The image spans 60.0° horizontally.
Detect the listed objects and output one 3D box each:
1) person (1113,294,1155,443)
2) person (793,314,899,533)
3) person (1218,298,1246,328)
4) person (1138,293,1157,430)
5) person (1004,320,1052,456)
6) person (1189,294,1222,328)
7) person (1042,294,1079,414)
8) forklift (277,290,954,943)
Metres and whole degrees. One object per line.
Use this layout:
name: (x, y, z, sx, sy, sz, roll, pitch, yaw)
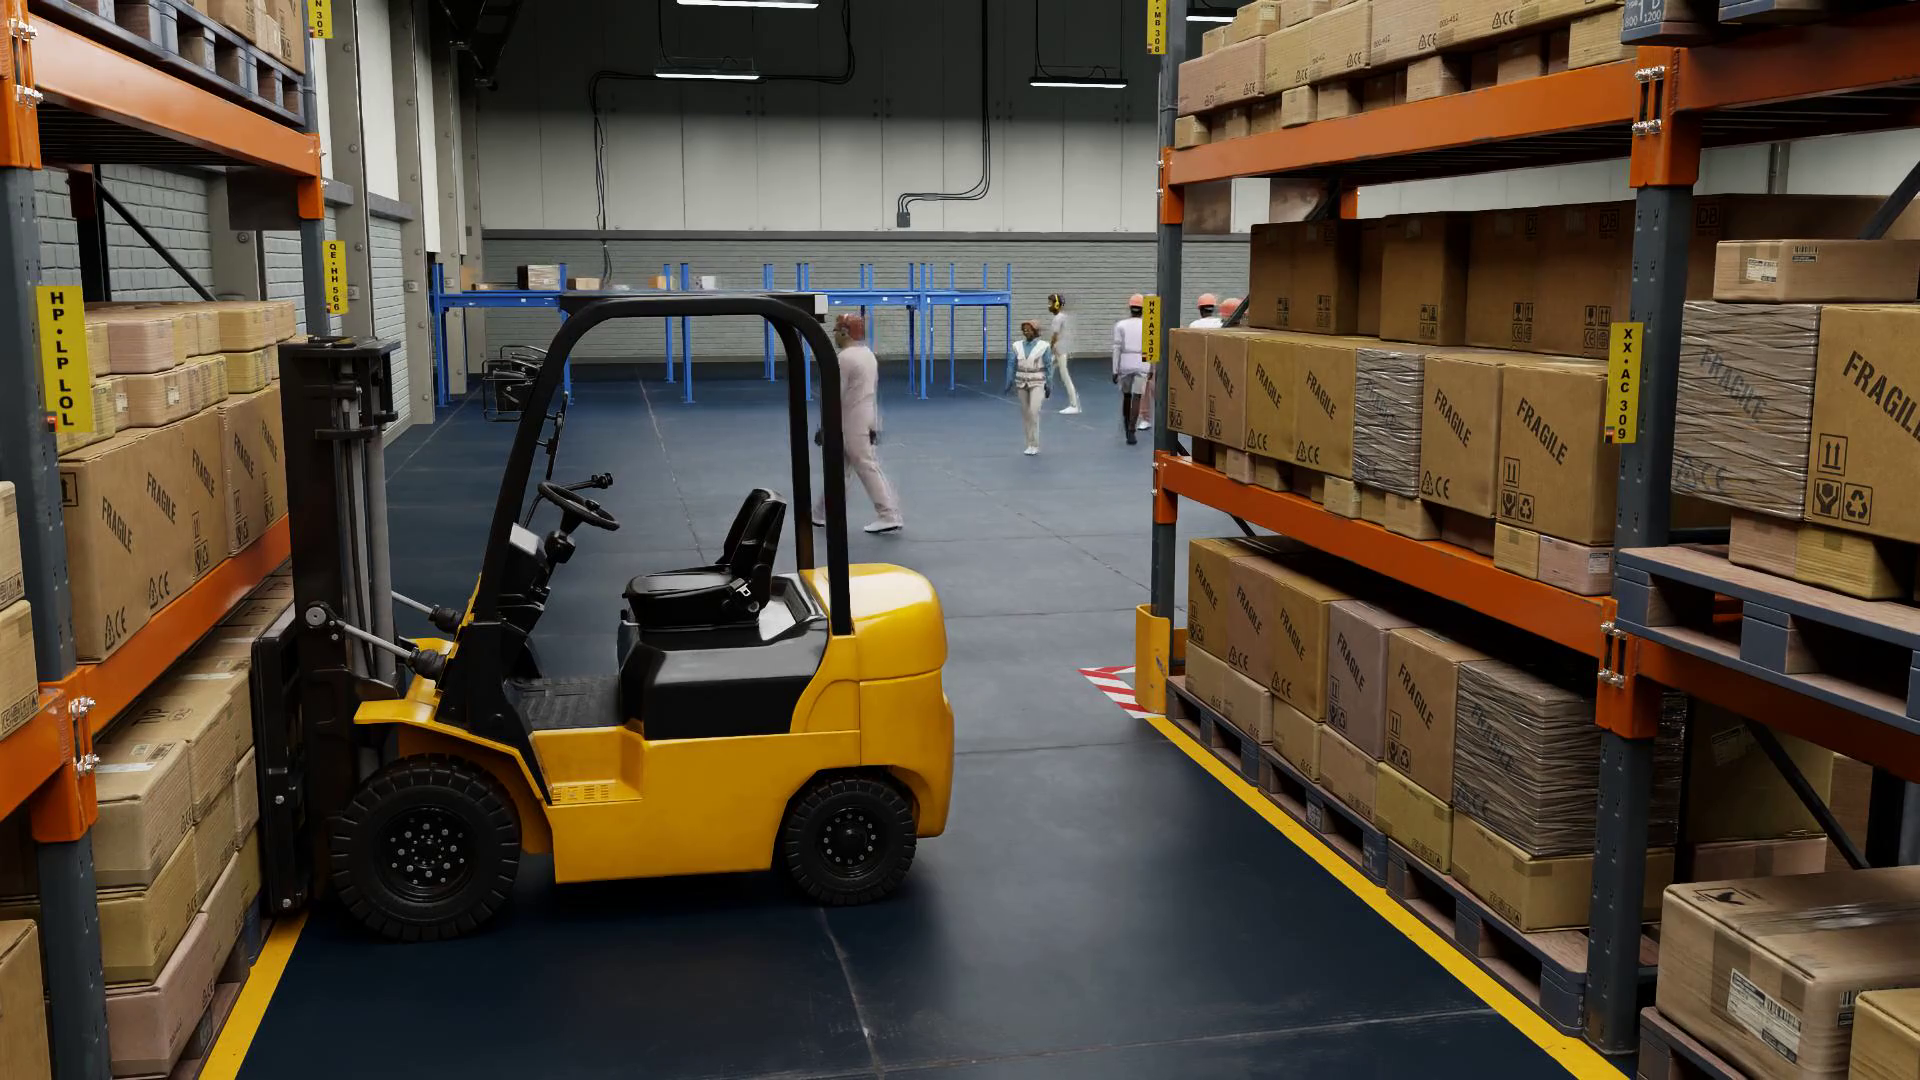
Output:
person: (2.283, -2.221, 21.532, 0.544, 1.883, 0.982, 3, 10, 17)
person: (-0.972, -0.991, 14.181, 1.026, 1.845, 0.656, 2, 10, 15)
person: (2.708, -1.440, 16.615, 0.607, 1.959, 1.010, -4, 10, -23)
person: (2.620, -2.459, 22.986, 0.673, 1.885, 0.436, 6, 11, 31)
person: (0.803, -1.816, 19.899, 0.518, 1.616, 0.626, 5, 11, 28)
person: (3.152, -2.218, 21.495, 0.569, 1.889, 0.848, -4, 10, -22)
person: (1.400, -2.848, 25.571, 0.960, 1.824, 0.508, -1, 9, -5)
forklift: (-1.179, 0.175, 6.143, 2.313, 2.155, 1.214, -2, 10, -12)
